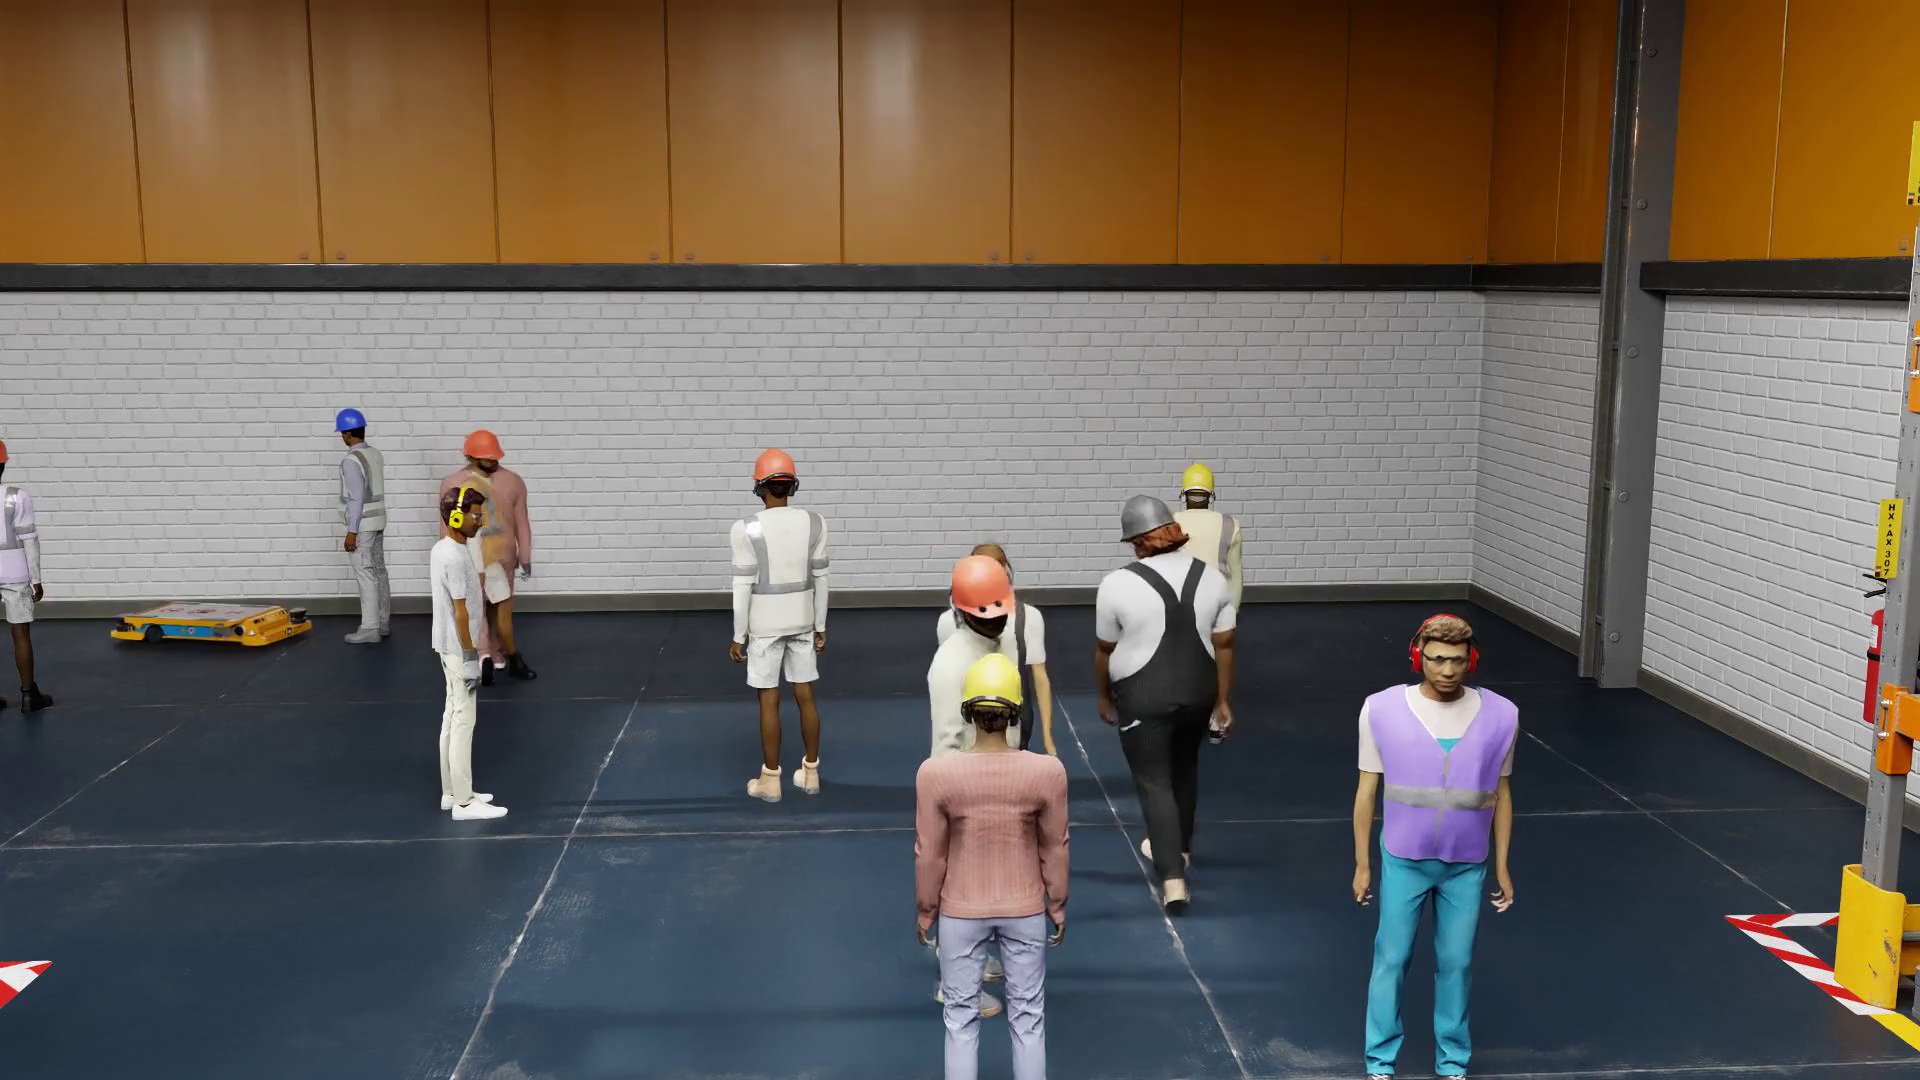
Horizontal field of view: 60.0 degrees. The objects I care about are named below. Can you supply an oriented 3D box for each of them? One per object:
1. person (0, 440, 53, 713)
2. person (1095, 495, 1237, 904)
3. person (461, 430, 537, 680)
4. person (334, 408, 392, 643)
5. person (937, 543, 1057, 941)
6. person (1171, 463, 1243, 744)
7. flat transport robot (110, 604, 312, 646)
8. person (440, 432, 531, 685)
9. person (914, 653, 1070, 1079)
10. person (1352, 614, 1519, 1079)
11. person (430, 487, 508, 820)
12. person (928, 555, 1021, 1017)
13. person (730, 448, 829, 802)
[{"bbox_3d":[-6.630,0.244,11.496,0.546,1.942,0.346,-1,9,-9],"label":"person"},{"bbox_3d":[0.998,0.731,8.128,0.689,2.000,0.864,-4,10,-21],"label":"person"},{"bbox_3d":[-3.533,0.117,12.429,0.655,1.897,0.633,-1,9,-8],"label":"person"},{"bbox_3d":[-4.957,-0.120,13.783,0.404,1.939,0.614,0,9,1],"label":"person"},{"bbox_3d":[0.162,0.894,7.885,0.536,1.806,0.958,-1,9,-8],"label":"person"},{"bbox_3d":[1.530,0.415,10.761,0.589,1.833,0.404,0,9,2],"label":"person"},{"bbox_3d":[-6.256,0.693,13.907,1.431,0.197,0.652,2,9,11],"label":"flat transport robot"},{"bbox_3d":[-3.546,0.126,12.467,0.657,1.880,0.860,-4,10,-23],"label":"person"},{"bbox_3d":[0.108,1.258,5.677,0.533,1.768,0.310,-1,9,-4],"label":"person"},{"bbox_3d":[1.711,1.162,6.038,0.570,1.840,0.373,0,9,3],"label":"person"},{"bbox_3d":[-2.782,0.629,9.322,0.327,1.865,0.519,-5,10,-28],"label":"person"},{"bbox_3d":[0.048,0.998,6.741,0.523,1.948,0.661,5,10,28],"label":"person"},{"bbox_3d":[-1.057,0.488,9.642,0.611,2.042,0.395,-5,11,-31],"label":"person"}]
